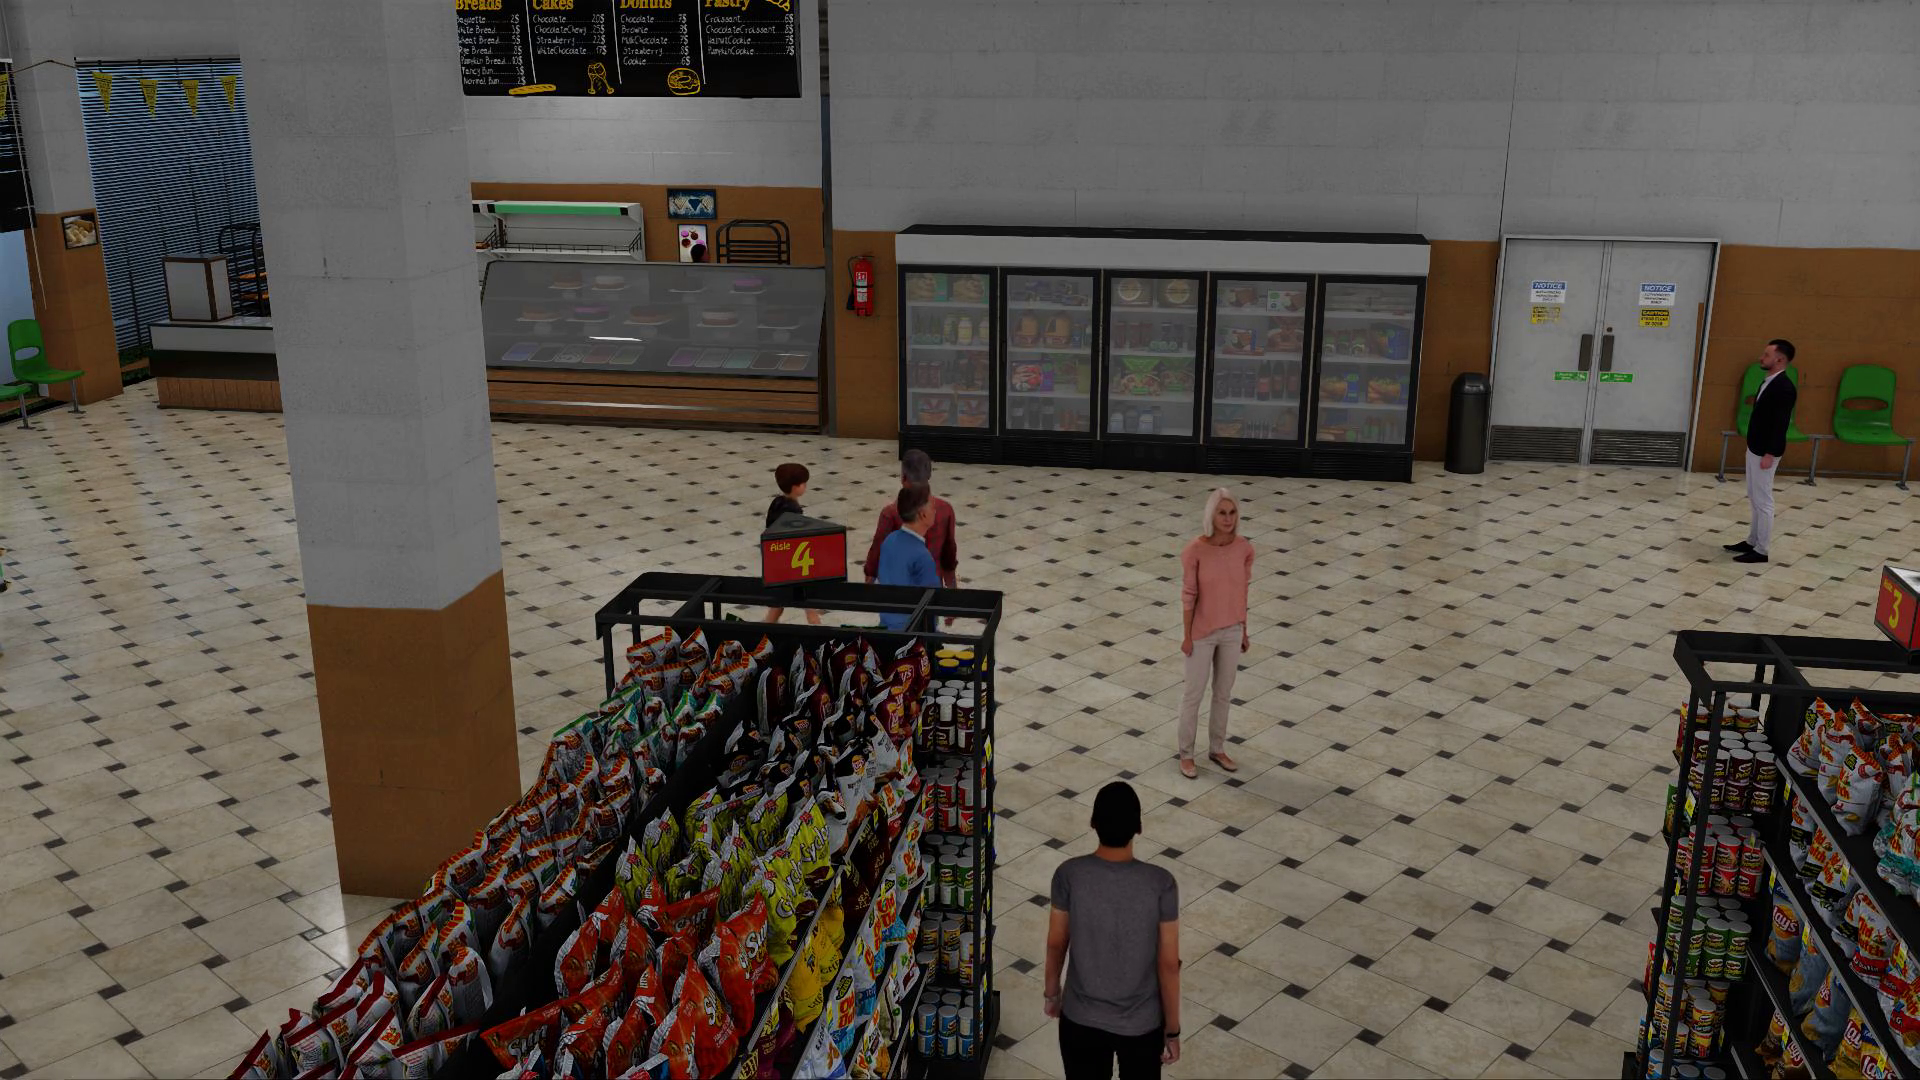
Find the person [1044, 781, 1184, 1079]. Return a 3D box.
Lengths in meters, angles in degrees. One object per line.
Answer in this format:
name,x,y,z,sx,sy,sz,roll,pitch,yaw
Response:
person,0.520,1.707,5.767,0.657,1.726,1.005,3,17,8

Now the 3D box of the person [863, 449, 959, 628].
person,-0.240,0.401,9.965,1.204,1.786,1.292,-10,20,-30

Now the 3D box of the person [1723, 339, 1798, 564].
person,6.600,-0.732,13.596,0.724,1.844,0.507,4,17,14

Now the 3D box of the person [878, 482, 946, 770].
person,-0.355,0.571,9.388,0.964,1.797,0.899,-13,21,-36

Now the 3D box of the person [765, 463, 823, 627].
person,-1.222,0.200,11.259,0.931,1.419,0.846,-13,21,-37

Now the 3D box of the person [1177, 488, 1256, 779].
person,1.481,0.523,9.667,0.675,1.725,0.669,-5,18,-17
